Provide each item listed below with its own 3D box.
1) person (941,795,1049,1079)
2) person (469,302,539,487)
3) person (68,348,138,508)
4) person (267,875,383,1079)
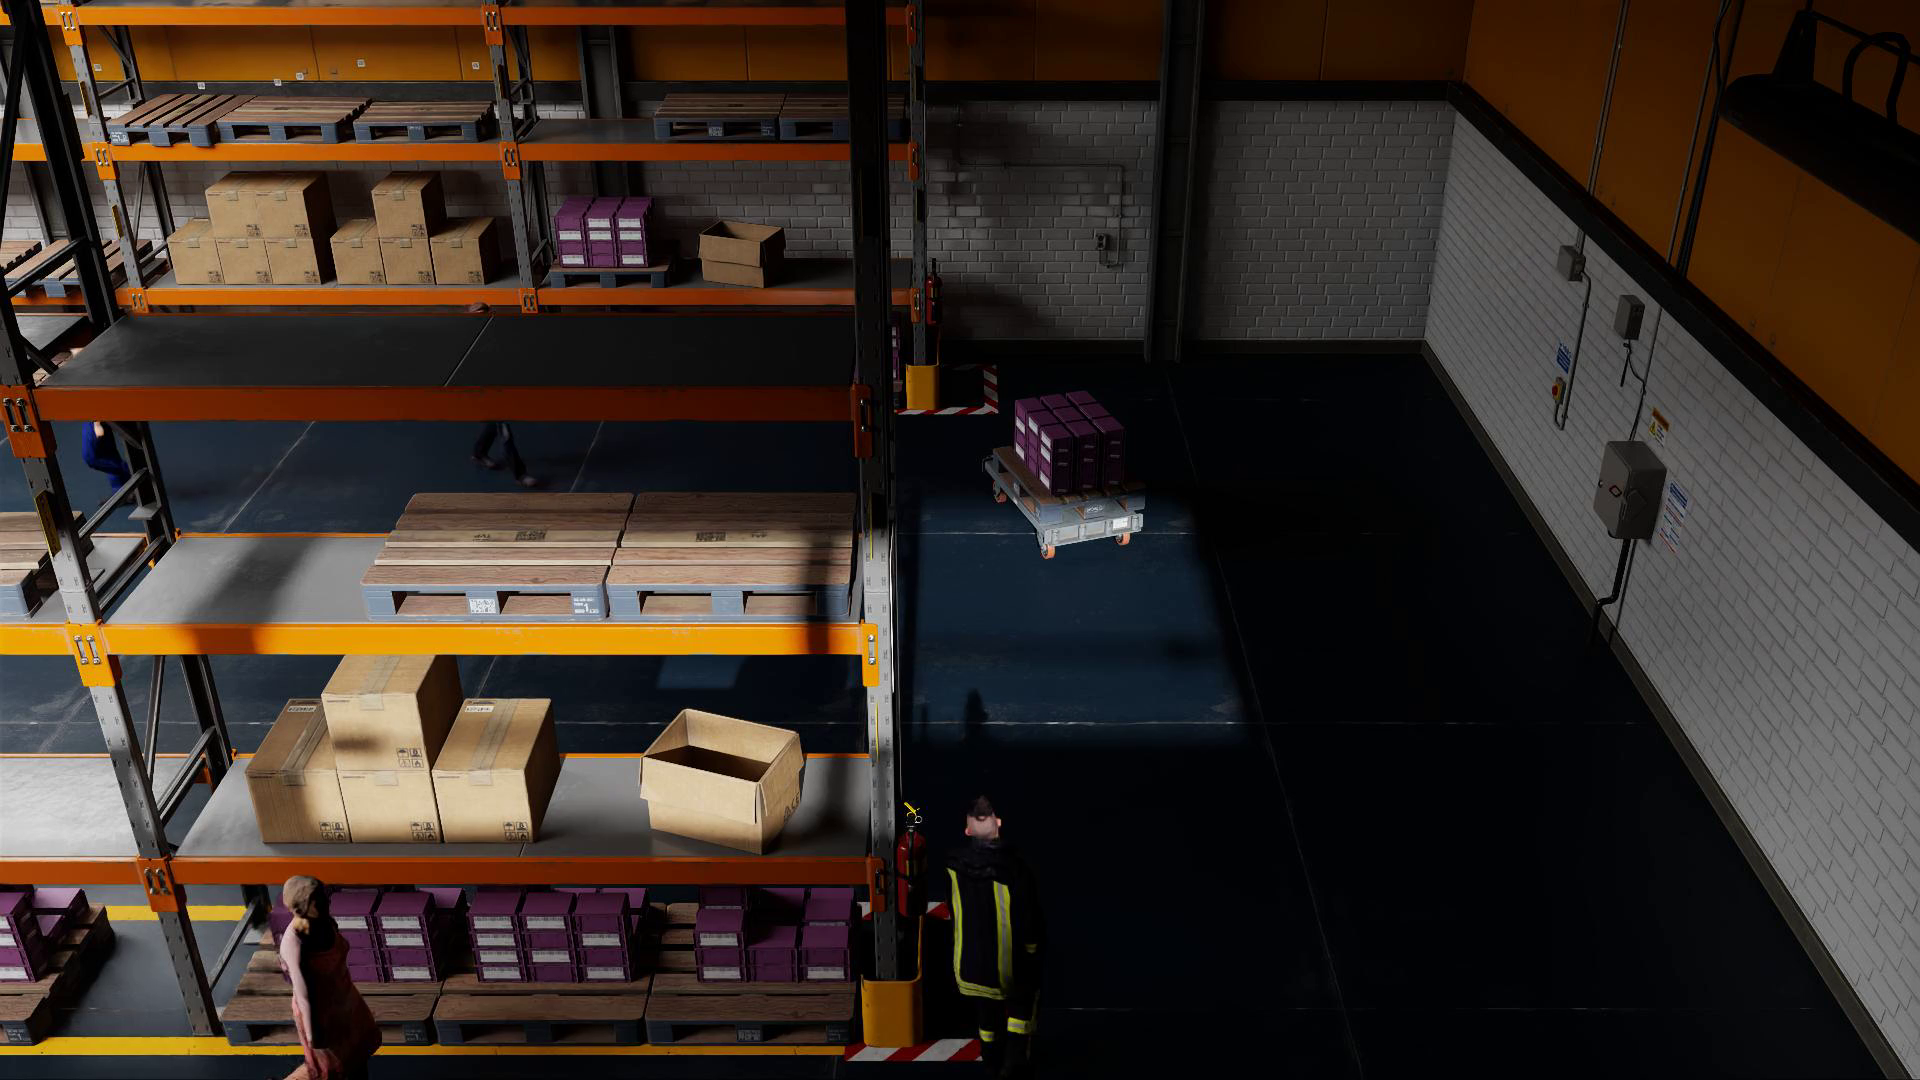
[{"bbox_3d":[0.155,2.222,9.015,0.845,1.842,0.954,15,32,26],"label":"person"},{"bbox_3d":[-4.478,-1.417,15.754,1.267,1.777,1.046,16,32,27],"label":"person"},{"bbox_3d":[-7.797,-1.165,15.187,0.884,1.877,0.839,-13,31,-22],"label":"person"},{"bbox_3d":[-3.423,2.454,8.759,0.900,1.678,0.599,1,29,1],"label":"person"}]
